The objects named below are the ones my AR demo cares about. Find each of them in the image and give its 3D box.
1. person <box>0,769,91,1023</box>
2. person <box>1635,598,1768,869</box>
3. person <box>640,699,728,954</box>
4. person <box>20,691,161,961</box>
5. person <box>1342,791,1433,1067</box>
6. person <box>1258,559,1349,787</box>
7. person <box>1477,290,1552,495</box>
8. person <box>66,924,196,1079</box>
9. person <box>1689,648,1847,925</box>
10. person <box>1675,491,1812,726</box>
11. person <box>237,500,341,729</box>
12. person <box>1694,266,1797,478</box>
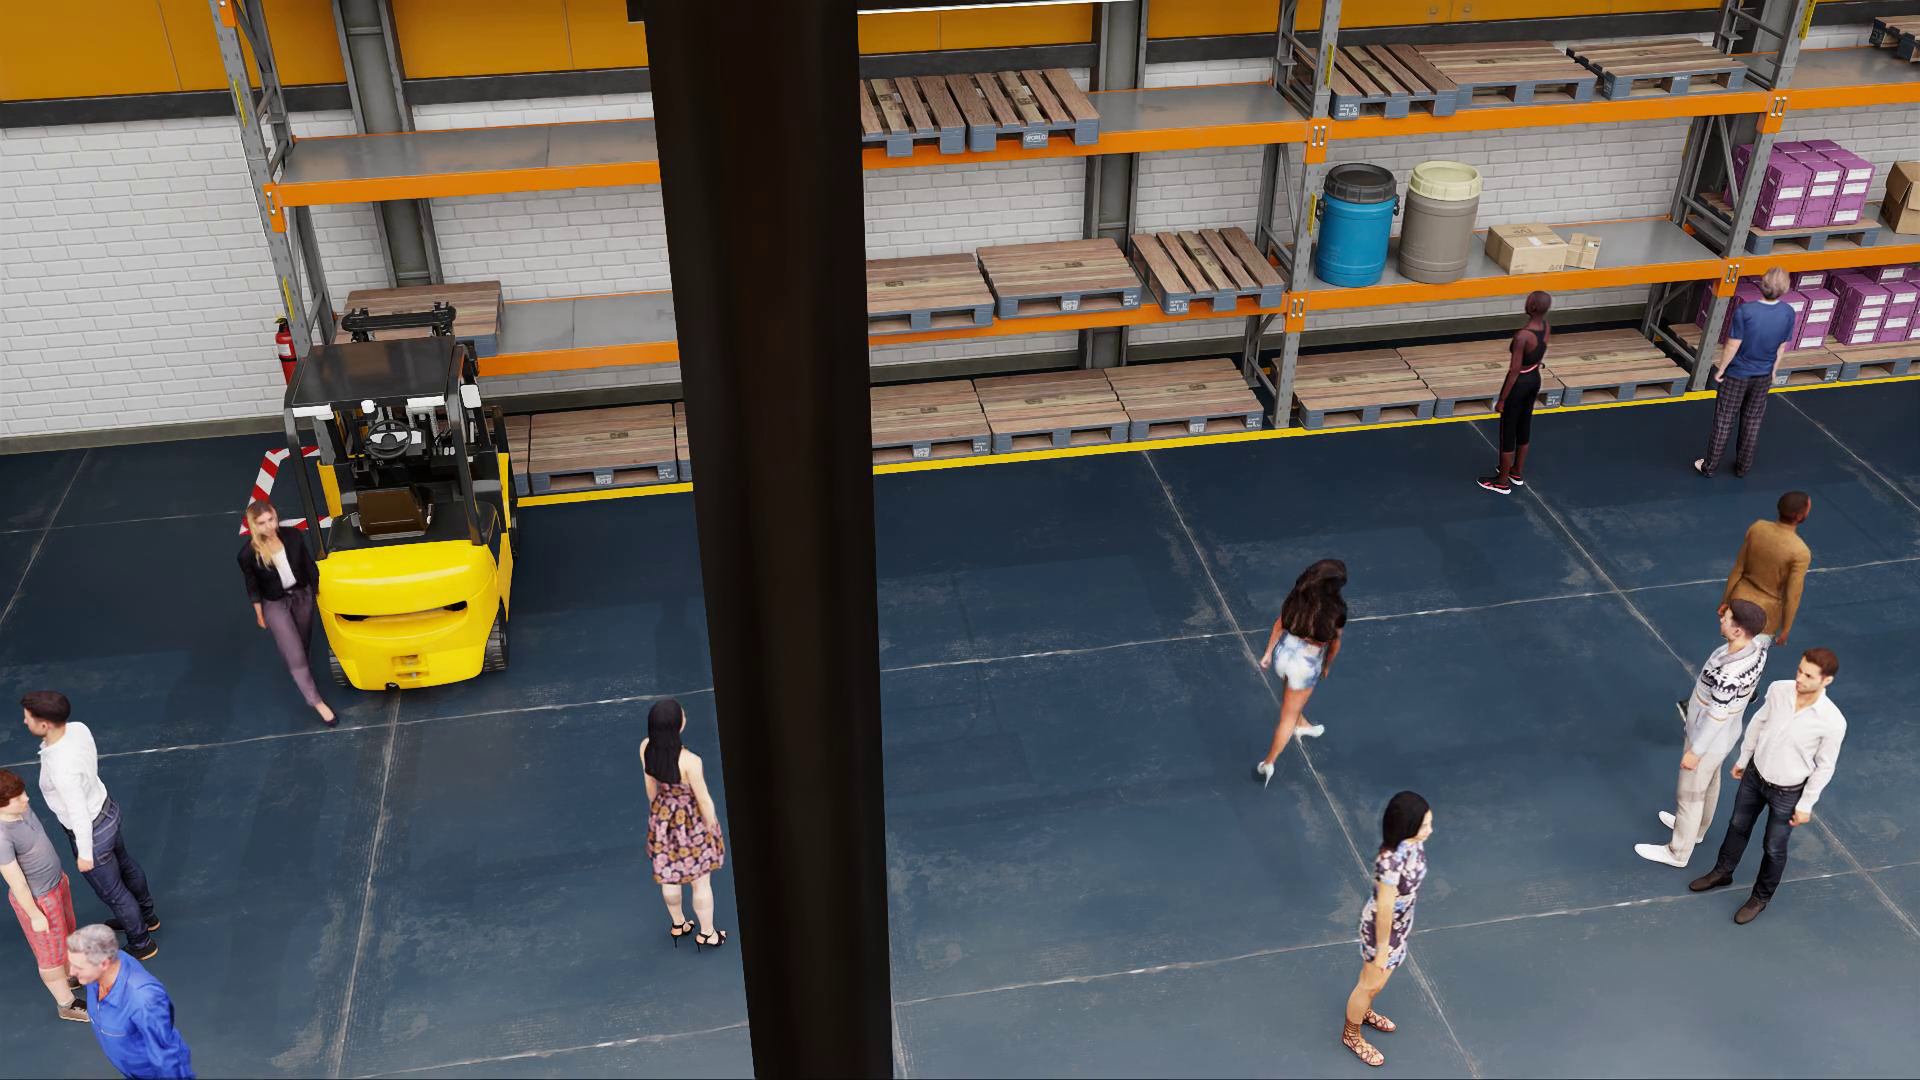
[{"bbox_3d":[-4.932,1.882,8.896,0.516,1.651,0.574,-6,34,-9],"label":"person"},{"bbox_3d":[4.447,1.139,9.825,0.824,1.860,0.737,25,41,33],"label":"person"},{"bbox_3d":[-1.536,1.591,9.224,0.792,1.774,0.864,16,37,22],"label":"person"},{"bbox_3d":[-4.774,1.571,9.169,0.595,1.868,0.629,-8,35,-12],"label":"person"},{"bbox_3d":[2.230,1.991,8.659,0.705,1.732,0.669,17,37,24],"label":"person"},{"bbox_3d":[2.092,0.857,10.516,0.927,1.565,1.022,20,38,27],"label":"person"},{"bbox_3d":[4.536,-1.203,13.441,0.624,1.758,0.734,-24,41,-32],"label":"person"},{"bbox_3d":[-3.797,2.467,7.859,0.781,1.825,0.820,24,40,31],"label":"person"},{"bbox_3d":[4.650,1.372,9.465,0.667,1.871,0.726,-18,38,-25],"label":"person"},{"bbox_3d":[5.122,0.495,10.856,1.191,1.792,0.851,-15,37,-22],"label":"person"},{"bbox_3d":[-4.514,0.420,11.107,1.027,1.639,1.023,26,42,34],"label":"person"},{"bbox_3d":[6.439,-1.359,13.574,0.580,1.871,0.773,3,34,5],"label":"person"}]
